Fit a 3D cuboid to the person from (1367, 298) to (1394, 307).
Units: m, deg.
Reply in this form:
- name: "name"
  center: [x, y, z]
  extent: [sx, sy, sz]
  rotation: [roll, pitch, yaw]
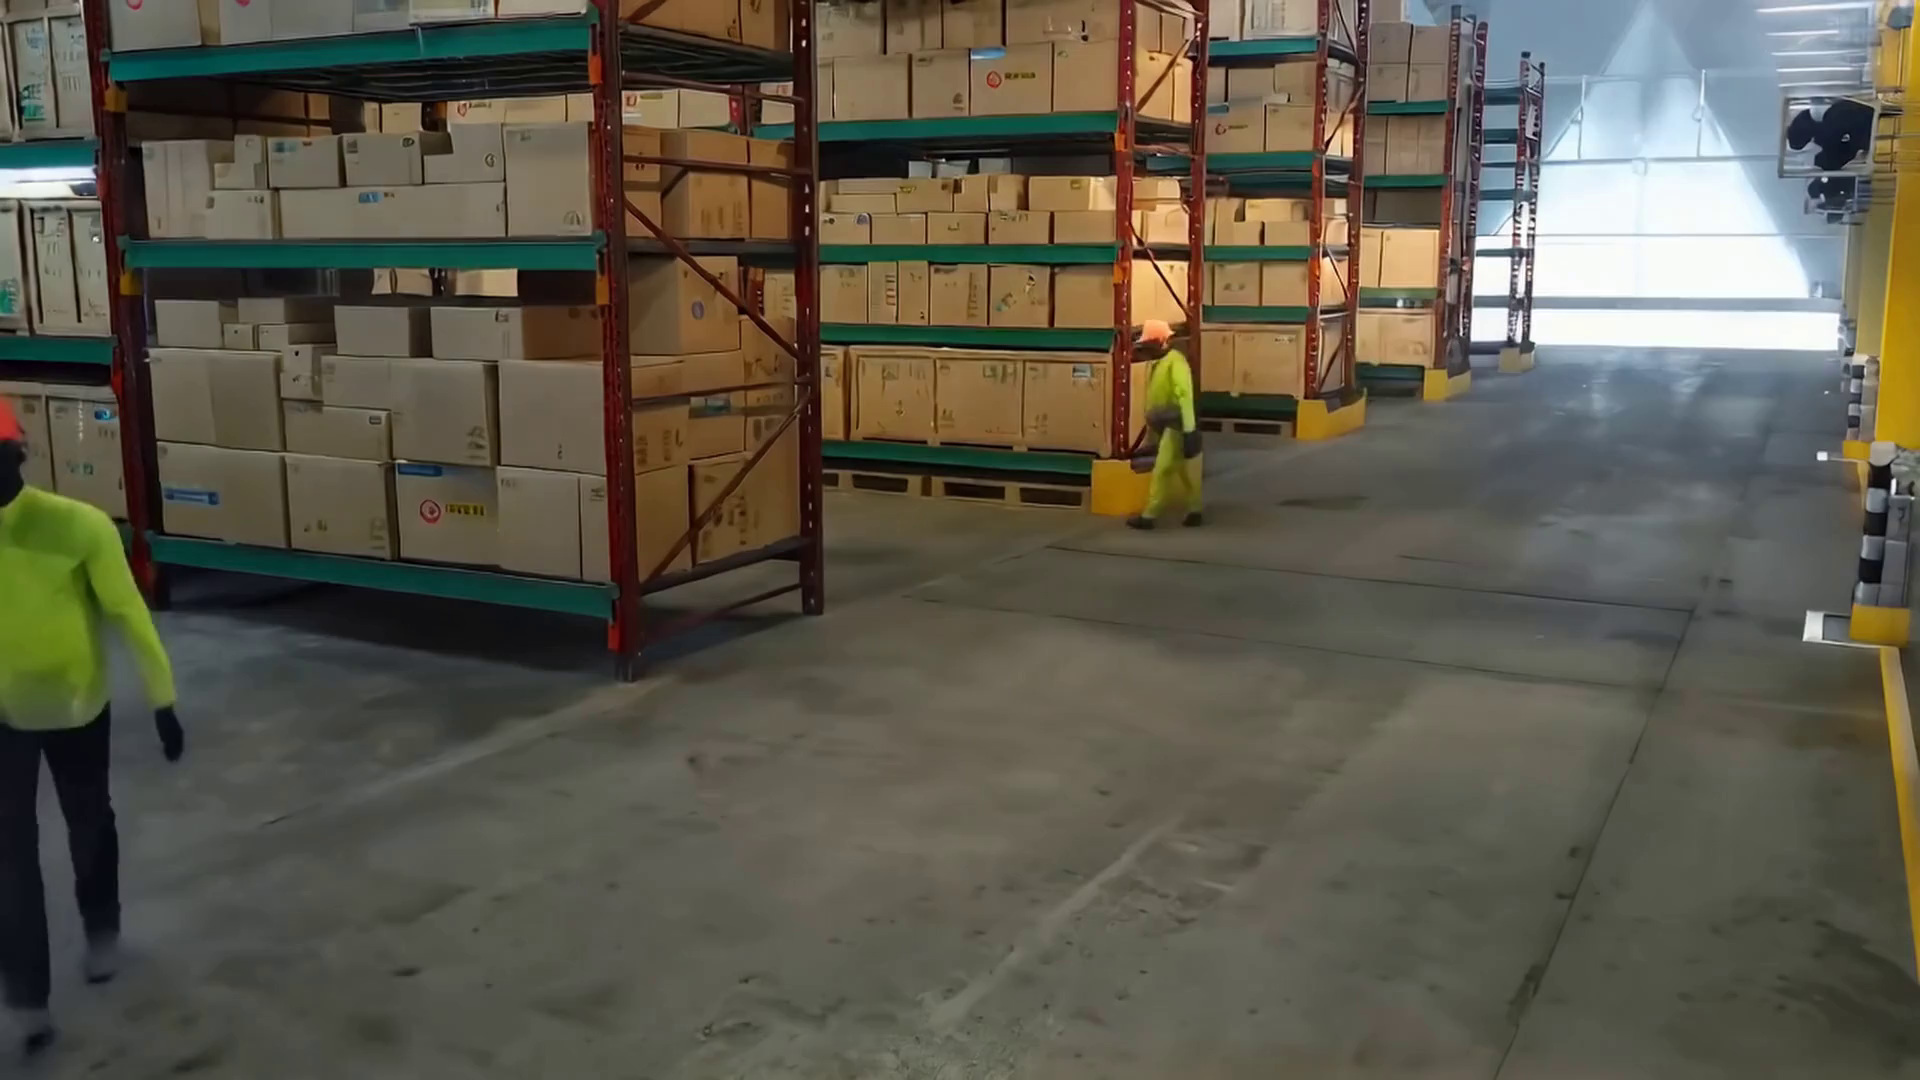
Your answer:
- name: "person"
  center: [8.079, -4.199, 32.364]
  extent: [0.635, 1.903, 0.921]
  rotation: [-4, 10, -20]

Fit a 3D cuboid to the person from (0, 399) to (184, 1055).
- name: "person"
  center: [-2.746, 0.514, 4.983]
  extent: [0.761, 1.921, 1.017]
  rotation: [-3, 10, -17]

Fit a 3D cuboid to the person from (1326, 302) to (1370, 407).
- name: "person"
  center: [5.860, -2.801, 25.168]
  extent: [0.830, 1.599, 0.543]
  rotation: [-1, 10, -7]

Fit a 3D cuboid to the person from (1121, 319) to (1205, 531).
- name: "person"
  center: [1.771, -0.968, 14.058]
  extent: [0.800, 1.774, 0.663]
  rotation: [-3, 10, -18]
